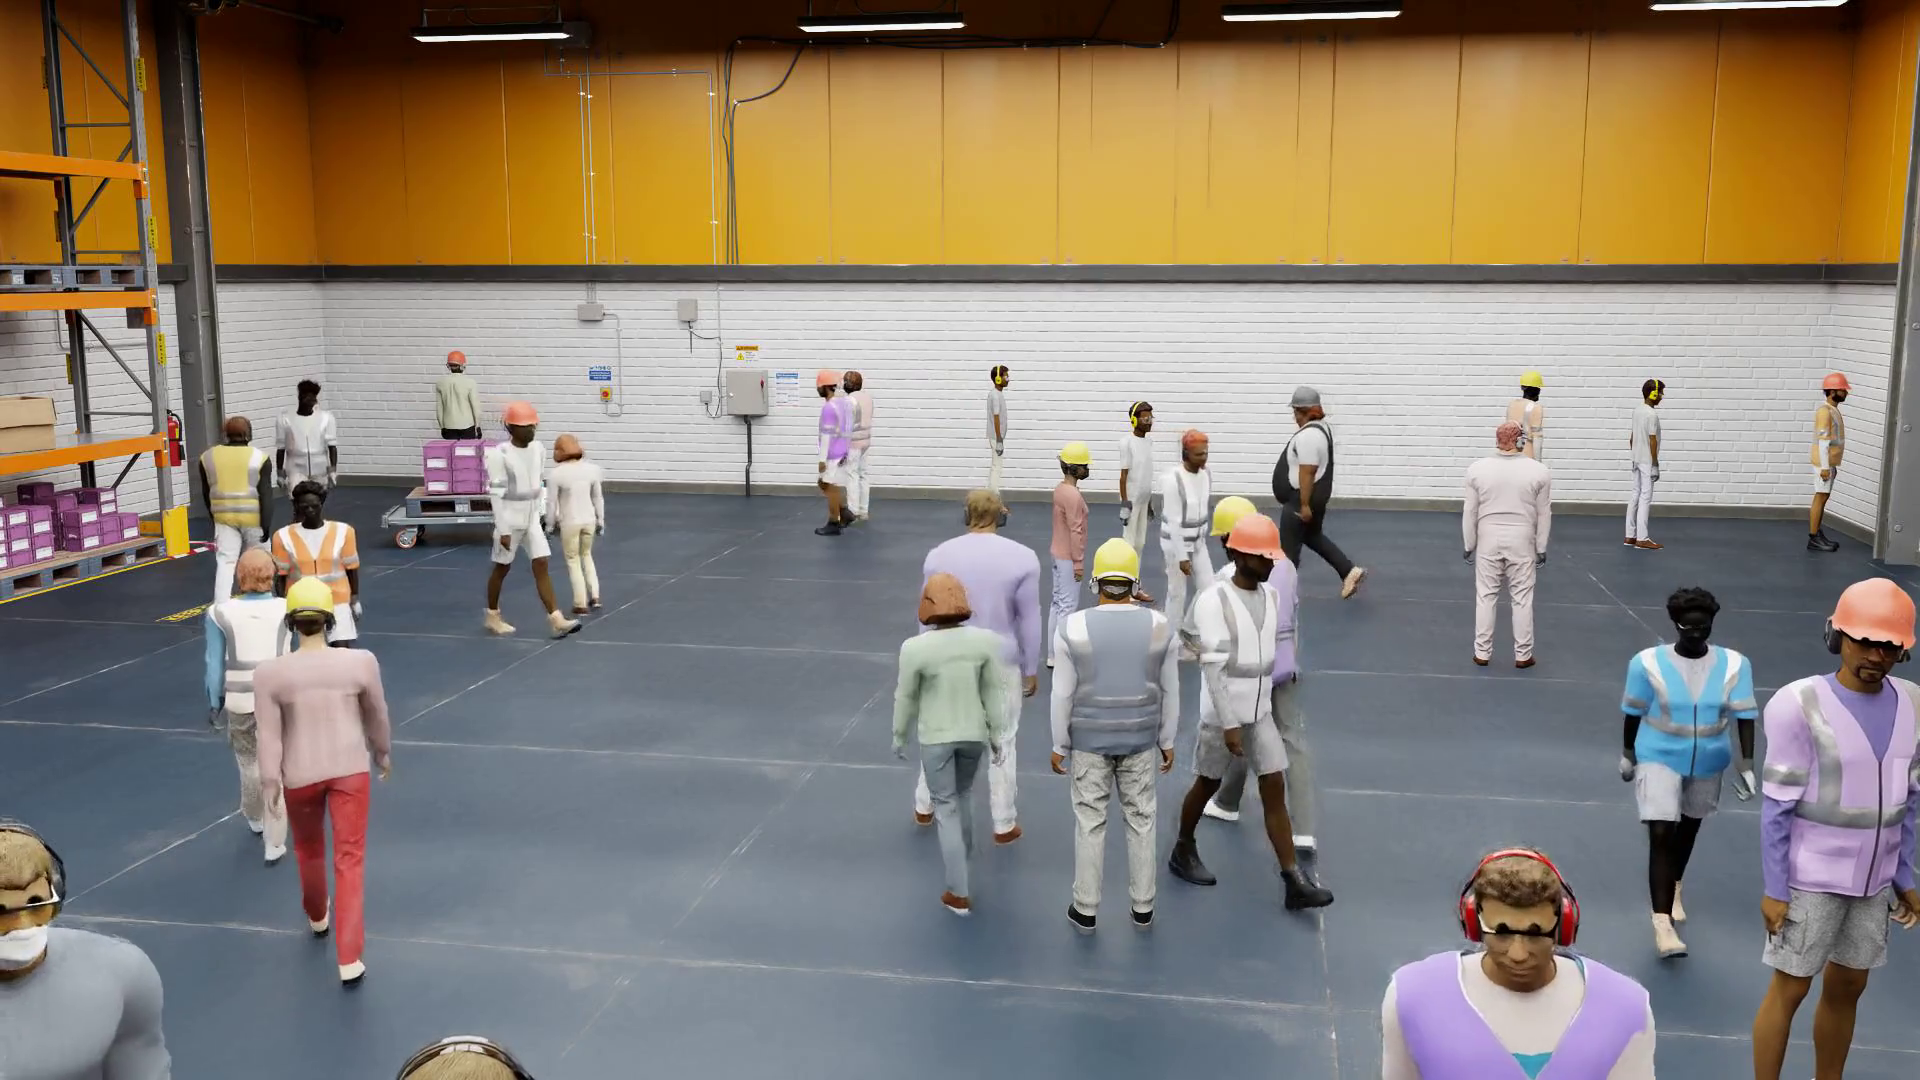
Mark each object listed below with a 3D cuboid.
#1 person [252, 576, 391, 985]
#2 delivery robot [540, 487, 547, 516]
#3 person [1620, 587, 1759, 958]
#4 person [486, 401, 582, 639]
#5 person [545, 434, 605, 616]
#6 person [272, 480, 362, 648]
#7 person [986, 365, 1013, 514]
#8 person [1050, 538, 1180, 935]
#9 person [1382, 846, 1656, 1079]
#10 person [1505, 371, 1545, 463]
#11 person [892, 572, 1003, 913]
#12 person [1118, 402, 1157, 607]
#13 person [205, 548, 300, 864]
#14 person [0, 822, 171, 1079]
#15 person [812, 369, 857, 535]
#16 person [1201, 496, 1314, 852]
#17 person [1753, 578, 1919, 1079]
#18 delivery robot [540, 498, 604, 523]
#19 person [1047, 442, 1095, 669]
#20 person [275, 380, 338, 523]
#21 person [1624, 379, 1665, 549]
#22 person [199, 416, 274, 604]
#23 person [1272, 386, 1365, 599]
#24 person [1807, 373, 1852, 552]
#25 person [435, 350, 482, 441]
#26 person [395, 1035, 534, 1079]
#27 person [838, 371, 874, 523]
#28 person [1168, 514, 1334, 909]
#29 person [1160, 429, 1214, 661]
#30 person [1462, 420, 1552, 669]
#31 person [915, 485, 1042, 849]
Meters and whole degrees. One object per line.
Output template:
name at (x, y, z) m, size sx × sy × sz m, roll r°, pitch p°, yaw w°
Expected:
person at (-2.776, 1.015, 7.280) m, size 0.540 × 1.720 × 0.929 m, roll -3°, pitch 10°, yaw -19°
delivery robot at (-4.971, -0.449, 19.658) m, size 0.477 × 0.478 × 0.707 m, roll 3°, pitch 9°, yaw 16°
person at (3.263, 1.021, 7.444) m, size 0.539 × 1.640 × 0.904 m, roll 1°, pitch 9°, yaw 7°
person at (-3.595, -0.153, 13.700) m, size 1.051 × 1.981 × 0.621 m, roll 6°, pitch 11°, yaw 33°
person at (-3.420, -0.133, 14.715) m, size 0.518 × 1.616 × 0.418 m, roll -9°, pitch 13°, yaw -43°
person at (-4.209, 0.448, 10.894) m, size 0.543 × 1.675 × 0.590 m, roll -3°, pitch 10°, yaw -17°
person at (0.494, -1.258, 20.905) m, size 0.322 × 1.871 × 0.531 m, roll 0°, pitch 9°, yaw -3°
person at (0.702, 0.899, 7.631) m, size 0.600 × 1.831 × 0.404 m, roll -1°, pitch 9°, yaw -7°
person at (1.225, 1.557, 3.614) m, size 0.591 × 1.817 × 0.699 m, roll 0°, pitch 9°, yaw 1°
person at (6.382, -0.945, 18.784) m, size 0.383 × 1.928 × 0.588 m, roll -3°, pitch 10°, yaw -17°
person at (-0.093, 0.947, 8.009) m, size 0.504 × 1.610 × 0.657 m, roll -4°, pitch 10°, yaw -24°
person at (1.618, -0.332, 15.162) m, size 0.313 × 1.869 × 0.528 m, roll 6°, pitch 11°, yaw 35°
person at (-3.637, 0.831, 8.734) m, size 0.545 × 1.600 × 0.794 m, roll -3°, pitch 10°, yaw -16°
person at (-1.954, 1.518, 3.496) m, size 0.649 × 1.924 × 0.443 m, roll -9°, pitch 13°, yaw -43°
person at (-1.495, -0.995, 19.099) m, size 0.412 × 1.923 × 0.569 m, roll 1°, pitch 9°, yaw 8°
person at (1.594, 0.699, 8.827) m, size 0.677 × 1.859 × 0.963 m, roll -5°, pitch 11°, yaw -30°
person at (2.977, 1.125, 5.591) m, size 0.609 × 2.040 × 0.394 m, roll -2°, pitch 9°, yaw -13°
delivery robot at (-4.465, -0.361, 19.116) m, size 0.707 × 0.478 × 0.477 m, roll 0°, pitch 9°, yaw -2°
person at (0.847, 0.140, 12.553) m, size 0.328 × 1.767 × 0.532 m, roll -2°, pitch 9°, yaw -10°
person at (-6.810, -0.711, 17.392) m, size 0.614 × 1.895 × 1.050 m, roll -5°, pitch 10°, yaw -26°
person at (7.557, -0.836, 18.305) m, size 0.329 × 1.865 × 0.515 m, roll -1°, pitch 9°, yaw -5°
person at (-6.230, -0.166, 14.348) m, size 0.621 × 1.809 × 0.905 m, roll -1°, pitch 9°, yaw -7°
person at (3.247, -0.427, 15.221) m, size 0.848 × 2.000 × 0.687 m, roll 4°, pitch 10°, yaw 25°
person at (9.487, -0.852, 18.164) m, size 0.347 × 1.943 × 0.544 m, roll 6°, pitch 11°, yaw 33°
person at (-6.663, -1.527, 22.175) m, size 0.610 × 1.997 × 0.375 m, roll 1°, pitch 9°, yaw 8°
person at (-0.718, 1.668, 2.539) m, size 0.629 × 1.940 × 0.372 m, roll -4°, pitch 10°, yaw -22°
person at (-1.299, -1.134, 20.219) m, size 0.429 × 1.843 × 0.633 m, roll 4°, pitch 10°, yaw 24°
person at (1.363, 0.816, 7.991) m, size 0.555 × 1.906 × 0.974 m, roll -6°, pitch 11°, yaw -34°
person at (1.716, 0.053, 12.818) m, size 0.596 × 1.846 × 0.570 m, roll -7°, pitch 12°, yaw -37°
person at (4.195, 0.035, 12.783) m, size 0.642 × 1.905 × 0.401 m, roll 4°, pitch 10°, yaw 22°
person at (0.110, 0.664, 8.878) m, size 0.675 × 1.912 × 0.456 m, roll 2°, pitch 9°, yaw 14°
